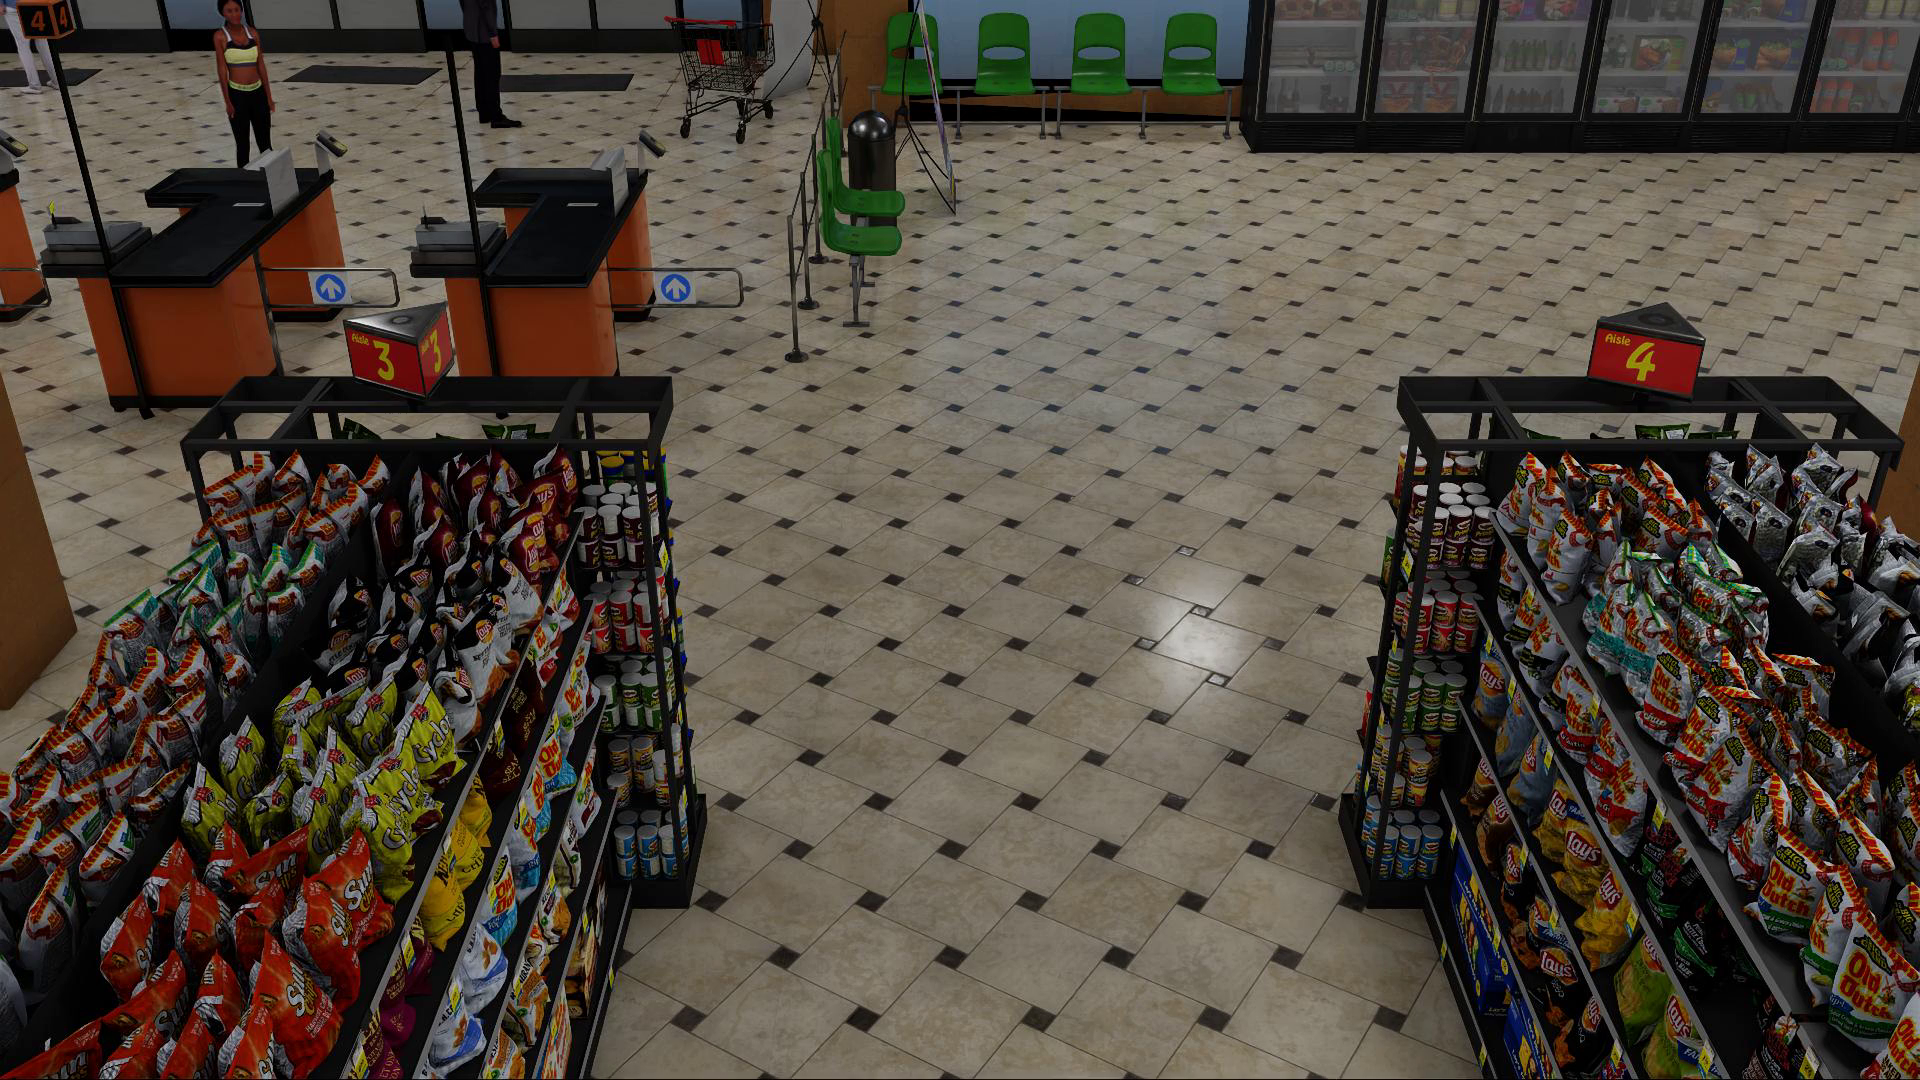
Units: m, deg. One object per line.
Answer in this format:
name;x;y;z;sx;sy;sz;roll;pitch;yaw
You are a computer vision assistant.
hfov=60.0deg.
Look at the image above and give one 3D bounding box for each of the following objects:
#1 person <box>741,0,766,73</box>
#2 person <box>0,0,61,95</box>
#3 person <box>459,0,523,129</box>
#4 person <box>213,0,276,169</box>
person;-2.327;-6.101;18.354;0.719;1.791;0.605;-15;32;-26
person;-9.859;-5.657;17.440;0.801;1.888;0.680;16;32;27
person;-4.668;-4.990;16.266;0.870;1.842;0.776;-20;34;-32
person;-6.003;-3.701;13.996;0.641;1.754;0.689;-23;36;-35
